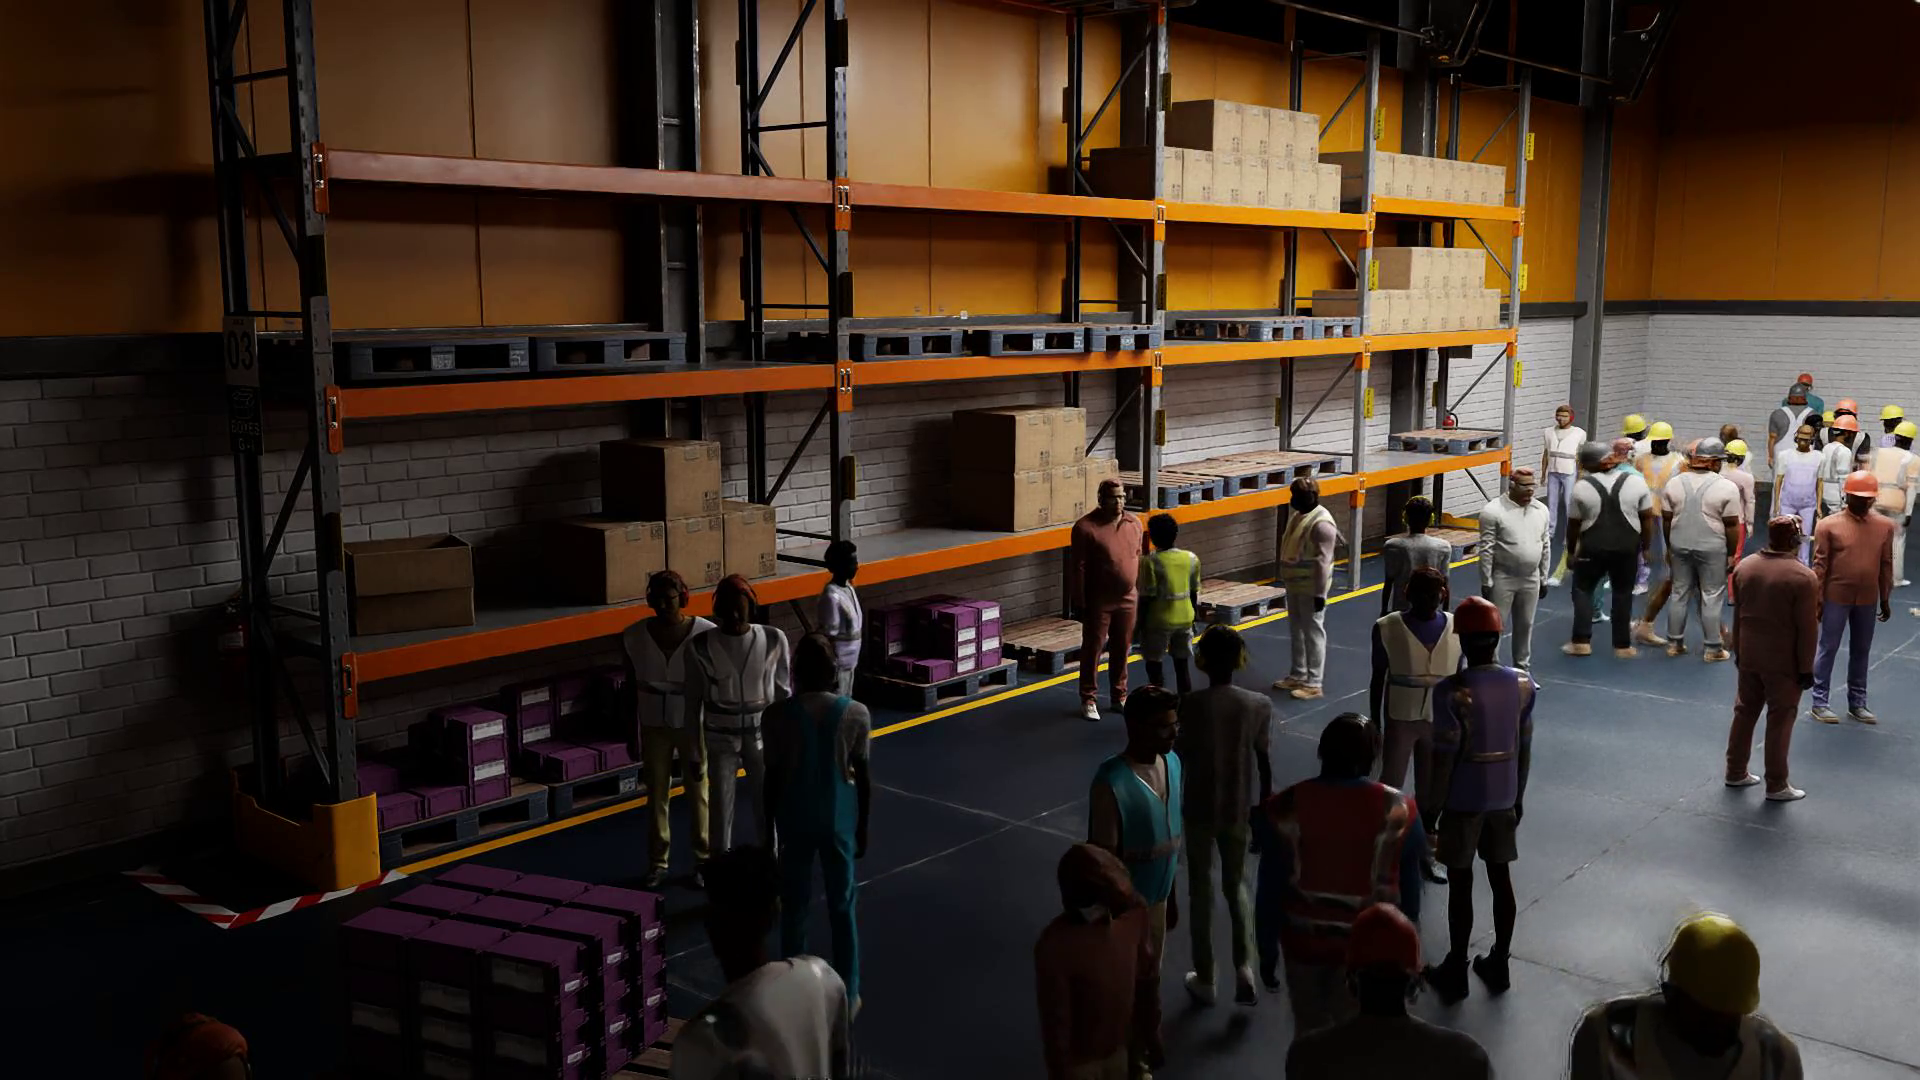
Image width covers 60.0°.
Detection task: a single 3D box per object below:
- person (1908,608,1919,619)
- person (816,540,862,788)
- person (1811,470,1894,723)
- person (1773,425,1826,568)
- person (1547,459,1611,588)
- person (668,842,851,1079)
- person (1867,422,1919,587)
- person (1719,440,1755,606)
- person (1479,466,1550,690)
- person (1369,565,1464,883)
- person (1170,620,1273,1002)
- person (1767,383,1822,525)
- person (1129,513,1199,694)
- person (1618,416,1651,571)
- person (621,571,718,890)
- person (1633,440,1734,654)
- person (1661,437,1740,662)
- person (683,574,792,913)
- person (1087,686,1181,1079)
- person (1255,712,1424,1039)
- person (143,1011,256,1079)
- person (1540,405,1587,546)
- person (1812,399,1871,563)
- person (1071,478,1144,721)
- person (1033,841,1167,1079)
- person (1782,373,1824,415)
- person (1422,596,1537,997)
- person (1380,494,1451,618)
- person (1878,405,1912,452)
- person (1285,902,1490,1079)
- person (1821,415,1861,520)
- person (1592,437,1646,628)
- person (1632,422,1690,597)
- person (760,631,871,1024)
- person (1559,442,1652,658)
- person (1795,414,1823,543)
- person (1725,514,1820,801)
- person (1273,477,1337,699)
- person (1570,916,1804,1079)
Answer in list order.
[{"bbox_3d":[10.092,0.024,16.693,0.893,1.643,0.546,3,9,18],"label":"person"},{"bbox_3d":[-0.825,0.835,11.320,0.320,1.694,0.537,2,9,11],"label":"person"},{"bbox_3d":[6.920,0.444,12.901,0.614,1.987,0.408,0,9,-1],"label":"person"},{"bbox_3d":[9.421,-0.382,18.693,0.504,1.839,0.344,3,9,20],"label":"person"},{"bbox_3d":[6.996,-0.238,18.576,0.890,1.582,0.501,-1,9,-5],"label":"person"},{"bbox_3d":[-0.557,1.789,4.408,0.484,1.934,0.748,4,10,26],"label":"person"},{"bbox_3d":[10.381,-0.379,18.617,0.739,1.897,0.596,-6,11,-35],"label":"person"},{"bbox_3d":[8.169,-0.184,17.648,0.317,1.767,0.534,-6,11,-36],"label":"person"},{"bbox_3d":[4.660,0.326,13.946,0.647,1.901,0.400,-2,9,-12],"label":"person"},{"bbox_3d":[2.601,1.042,9.484,0.584,1.840,0.395,-1,9,-9],"label":"person"},{"bbox_3d":[1.192,1.301,7.797,0.515,1.856,0.499,-1,9,-9],"label":"person"},{"bbox_3d":[11.660,-1.191,23.256,0.677,2.000,0.535,4,10,25],"label":"person"},{"bbox_3d":[1.596,0.640,12.619,0.564,1.685,0.359,-6,11,-33],"label":"person"},{"bbox_3d":[7.823,-0.488,19.216,0.681,1.889,0.375,-5,10,-27],"label":"person"},{"bbox_3d":[-1.613,1.064,9.391,0.564,1.835,0.397,0,9,0],"label":"person"},{"bbox_3d":[6.844,0.055,15.417,1.088,1.976,0.618,5,10,27],"label":"person"},{"bbox_3d":[6.759,0.070,15.125,0.535,2.000,0.685,-8,12,-40],"label":"person"},{"bbox_3d":[-1.195,1.105,8.995,0.585,1.876,0.351,-2,9,-15],"label":"person"},{"bbox_3d":[0.693,1.476,6.735,0.392,1.836,0.561,6,11,35],"label":"person"},{"bbox_3d":[1.430,1.555,6.344,0.616,1.805,0.904,3,9,18],"label":"person"},{"bbox_3d":[-1.614,1.933,3.620,0.362,1.882,0.576,5,10,30],"label":"person"},{"bbox_3d":[7.872,-0.845,21.697,0.383,1.835,0.564,-8,12,-42],"label":"person"},{"bbox_3d":[10.606,-0.689,20.071,0.613,2.031,0.402,5,10,30],"label":"person"},{"bbox_3d":[1.186,0.459,13.051,0.653,1.905,0.405,-4,10,-26],"label":"person"},{"bbox_3d":[0.460,1.758,5.625,0.364,1.607,0.537,8,12,43],"label":"person"},{"bbox_3d":[13.252,-1.628,26.226,0.613,1.994,0.395,4,10,25],"label":"person"},{"bbox_3d":[2.474,1.229,8.014,0.542,1.929,0.374,-3,9,-16],"label":"person"},{"bbox_3d":[3.358,0.591,12.316,0.536,1.869,0.314,1,9,5],"label":"person"},{"bbox_3d":[11.491,-0.708,20.568,0.591,1.913,0.396,-6,11,-36],"label":"person"},{"bbox_3d":[1.149,1.863,4.548,0.558,1.728,0.616,2,9,12],"label":"person"},{"bbox_3d":[10.004,-0.465,18.961,0.389,1.925,0.549,1,9,4],"label":"person"},{"bbox_3d":[6.541,-0.074,16.524,0.399,1.900,0.646,-5,10,-29],"label":"person"},{"bbox_3d":[7.554,-0.319,18.008,0.594,1.923,0.372,8,12,44],"label":"person"},{"bbox_3d":[-0.659,1.333,7.662,0.506,1.837,0.348,-2,9,-12],"label":"person"},{"bbox_3d":[5.895,0.060,15.193,0.758,2.000,0.559,2,9,16],"label":"person"},{"bbox_3d":[11.174,-0.810,21.903,0.535,1.697,0.322,-8,12,-43],"label":"person"},{"bbox_3d":[5.439,0.769,11.095,0.398,1.900,0.643,-4,9,-22],"label":"person"},{"bbox_3d":[2.849,0.388,13.745,0.429,1.838,0.633,-2,9,-13],"label":"person"},{"bbox_3d":[1.931,1.838,4.511,0.603,1.791,0.563,1,9,8],"label":"person"}]
